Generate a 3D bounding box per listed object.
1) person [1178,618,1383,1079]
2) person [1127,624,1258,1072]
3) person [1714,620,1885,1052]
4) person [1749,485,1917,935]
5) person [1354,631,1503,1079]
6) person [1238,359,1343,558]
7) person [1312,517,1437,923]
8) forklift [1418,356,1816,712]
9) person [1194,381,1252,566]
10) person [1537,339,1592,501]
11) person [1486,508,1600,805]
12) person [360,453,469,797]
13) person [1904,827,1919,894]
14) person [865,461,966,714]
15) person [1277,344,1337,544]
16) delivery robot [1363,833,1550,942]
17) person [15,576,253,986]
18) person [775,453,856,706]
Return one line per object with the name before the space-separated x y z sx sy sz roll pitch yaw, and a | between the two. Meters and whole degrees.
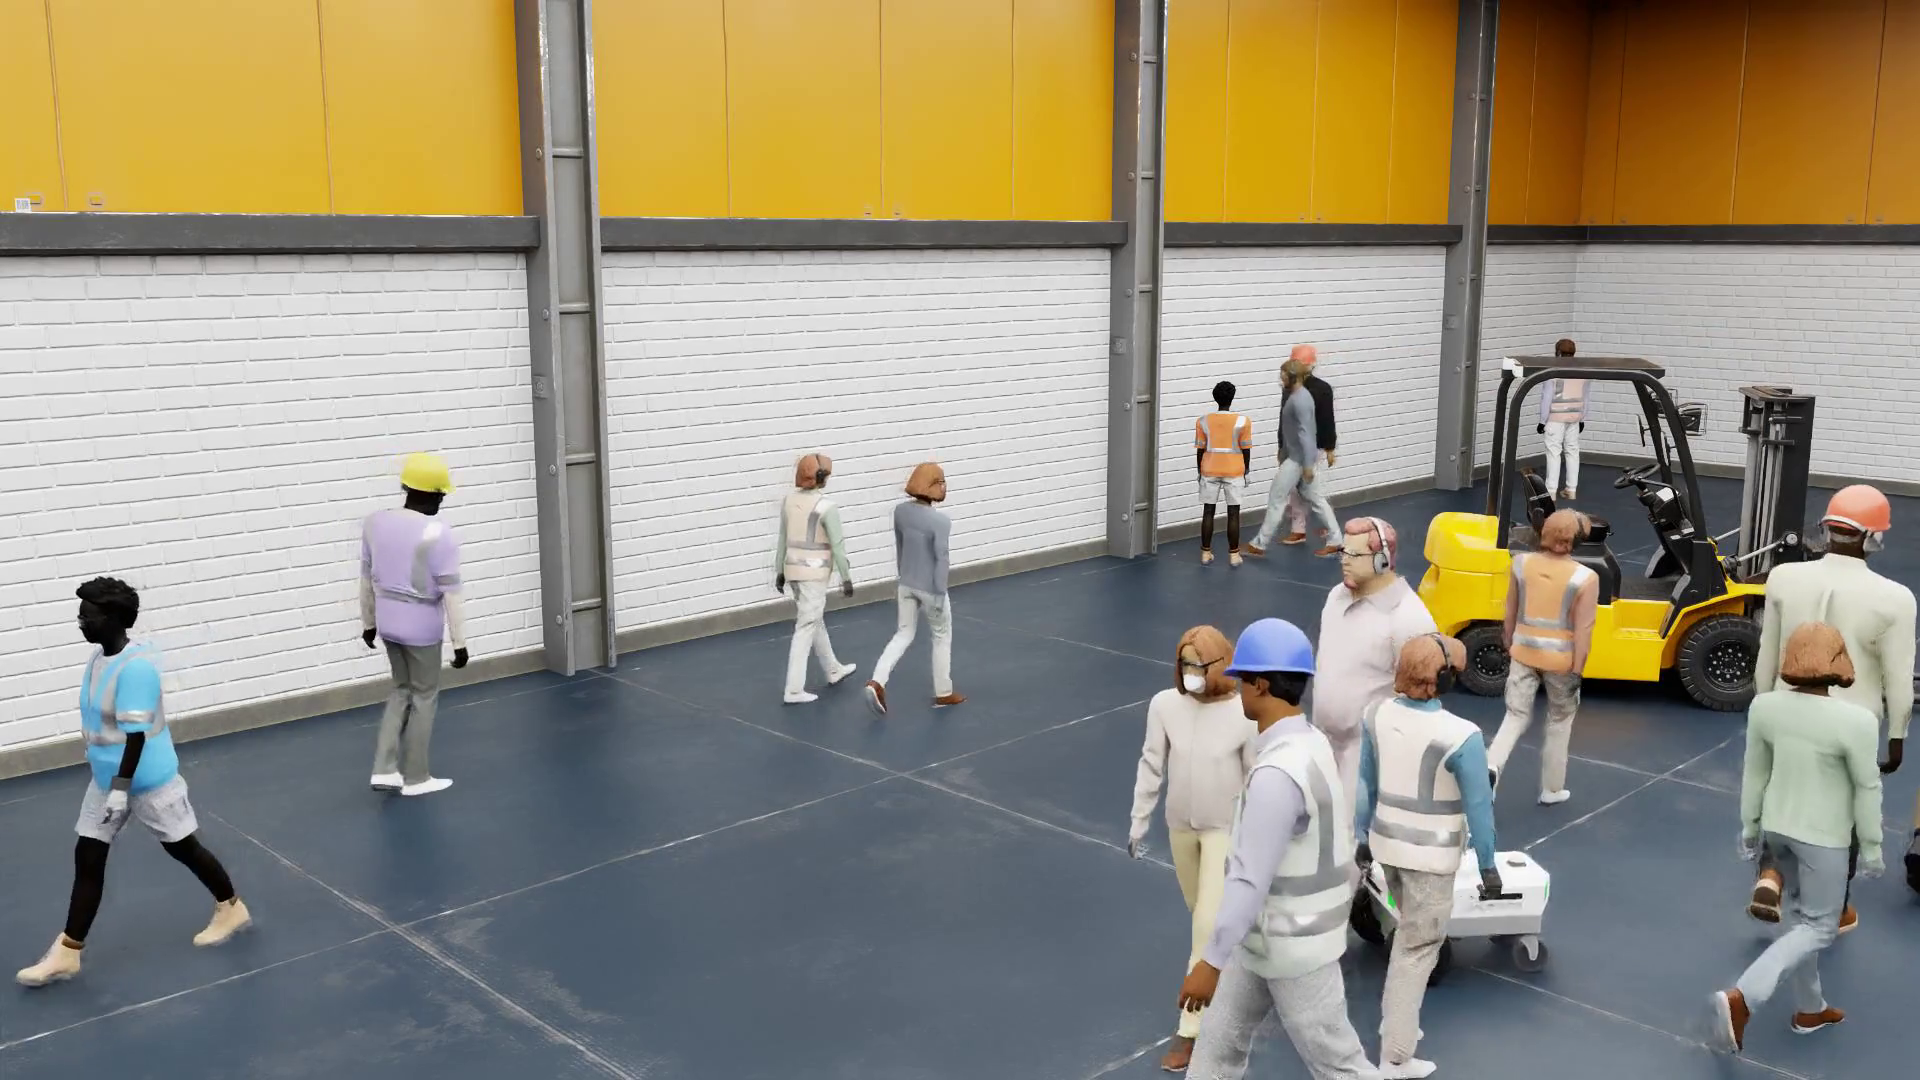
person | 0.987 1.181 4.967 1.044 1.883 0.618 2 11 10
person | 0.923 1.088 6.252 0.501 1.593 0.800 8 13 37
person | 3.077 1.097 6.134 0.695 1.606 0.507 -5 11 -24
person | 3.672 0.747 7.043 0.553 1.976 0.644 -10 14 -43
person | 1.668 1.130 5.941 0.523 1.623 0.526 -6 12 -28
person | 3.138 -0.744 15.473 1.062 1.878 0.645 2 11 11
person | 1.724 0.819 6.937 0.869 1.877 0.653 -4 11 -19
forklift | 4.276 -0.101 11.076 2.313 2.155 1.214 2 11 13
person | 2.401 -0.604 15.204 0.534 1.695 0.319 4 11 22
person | 6.852 -1.370 18.958 0.633 1.841 0.429 -3 11 -17
person | 3.006 0.637 8.624 0.520 1.613 0.658 9 14 42
person | -2.924 0.473 8.832 0.700 1.889 0.406 4 11 22
person | 4.665 0.694 7.533 0.848 1.915 0.551 -8 13 -36
person | -0.282 0.308 10.444 0.499 1.612 0.728 9 14 41
person | 3.357 -0.918 16.142 0.551 1.970 0.668 -8 13 -36
delivery robot | 2.048 1.443 6.873 0.707 0.478 0.477 -1 11 -6
person | -3.394 0.956 6.810 0.537 1.649 0.905 8 13 38
person | -0.896 0.239 10.827 0.784 1.602 0.536 -10 14 -44
